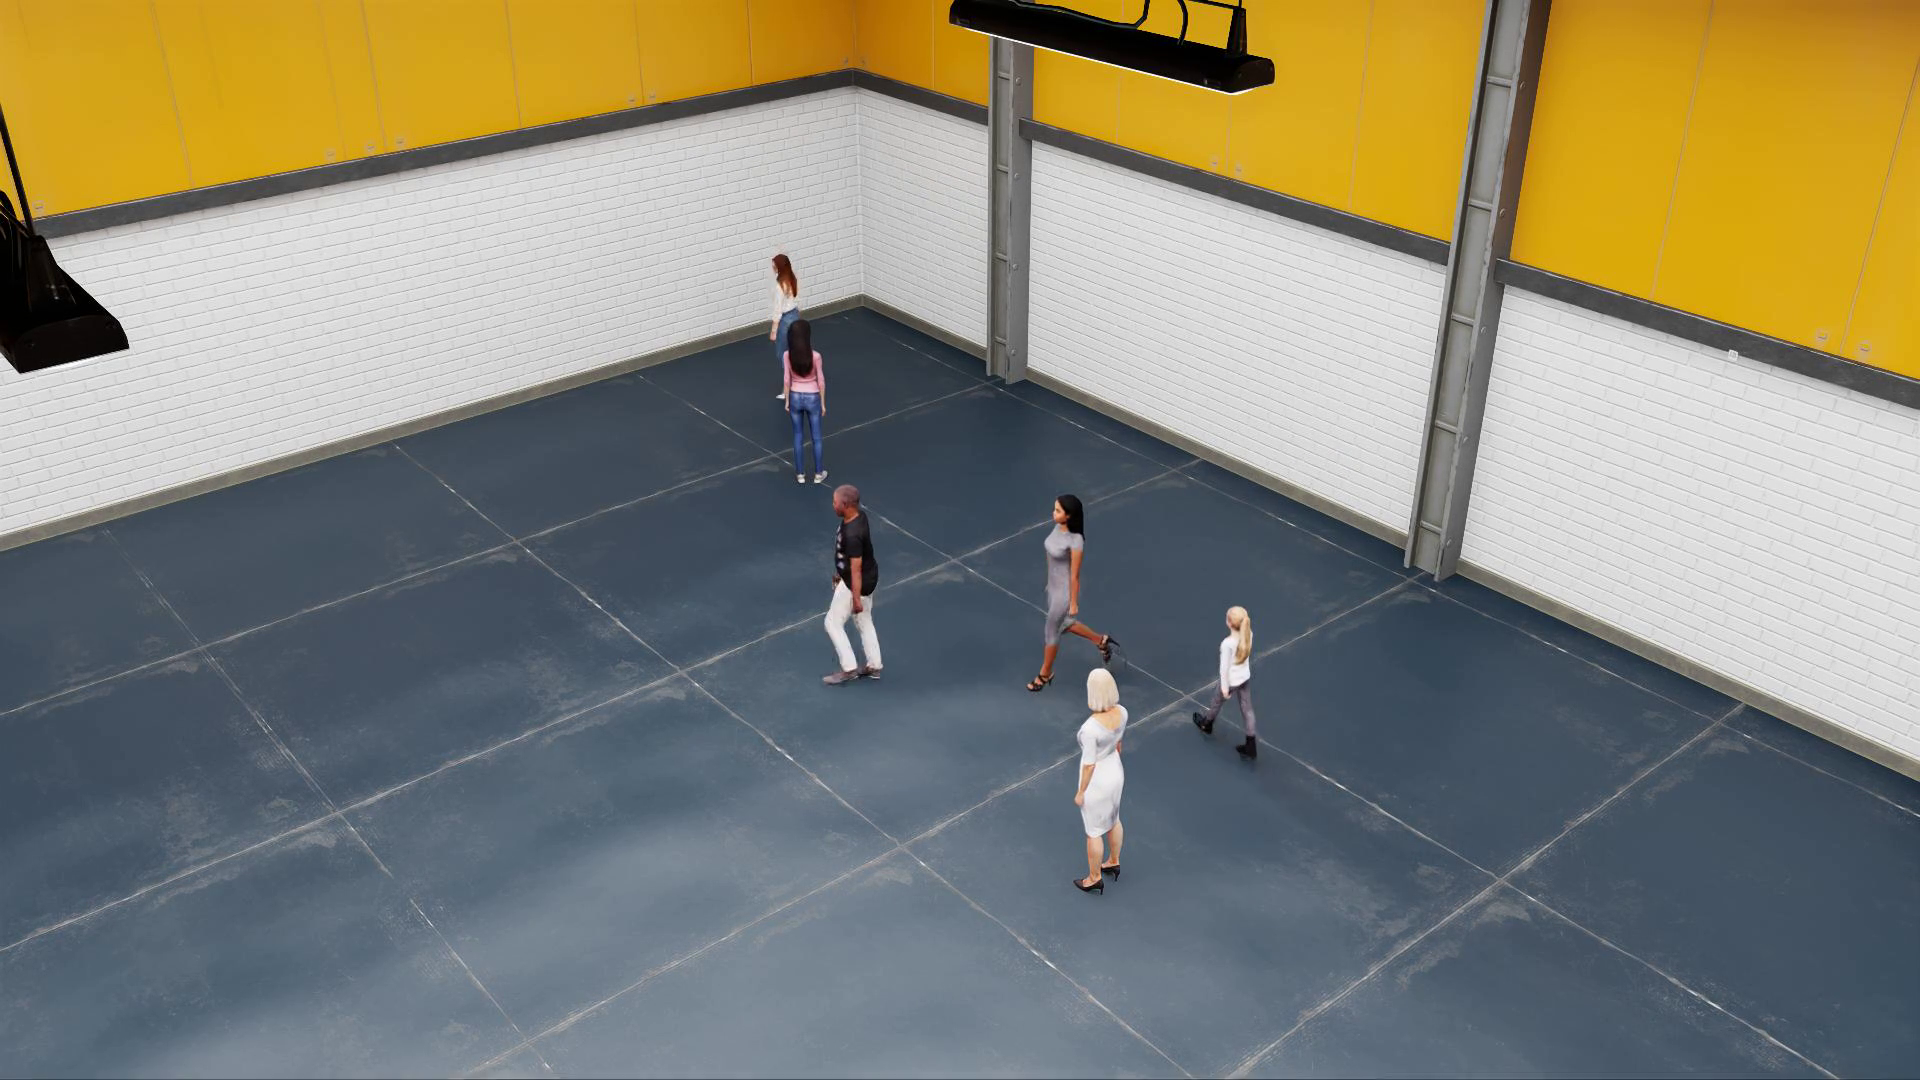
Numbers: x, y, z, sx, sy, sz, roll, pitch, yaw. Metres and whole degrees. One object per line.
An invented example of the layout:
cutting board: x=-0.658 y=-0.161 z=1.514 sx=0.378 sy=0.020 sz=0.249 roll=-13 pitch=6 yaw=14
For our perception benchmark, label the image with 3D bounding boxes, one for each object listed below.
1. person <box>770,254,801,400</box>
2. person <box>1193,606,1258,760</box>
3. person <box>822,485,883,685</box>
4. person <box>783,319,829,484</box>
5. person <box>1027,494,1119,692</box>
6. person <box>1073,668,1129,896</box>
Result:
person: x=-1.942 y=-2.457 z=18.788 sx=0.728 sy=1.704 sz=0.737 roll=21 pitch=35 yaw=33
person: x=2.151 y=1.106 z=12.729 sx=0.580 sy=1.251 sz=0.931 roll=-16 pitch=32 yaw=-27
person: x=-0.751 y=0.372 z=13.518 sx=0.892 sy=1.785 sz=0.832 roll=2 pitch=29 yaw=3
person: x=-1.573 y=-1.402 z=16.814 sx=0.640 sy=1.742 sz=0.704 roll=3 pitch=29 yaw=5
person: x=0.916 y=0.429 z=13.442 sx=0.909 sy=1.757 sz=1.052 roll=-9 pitch=30 yaw=-16
person: x=0.958 y=1.632 z=11.246 sx=0.535 sy=1.749 sz=0.586 roll=24 pitch=37 yaw=37
